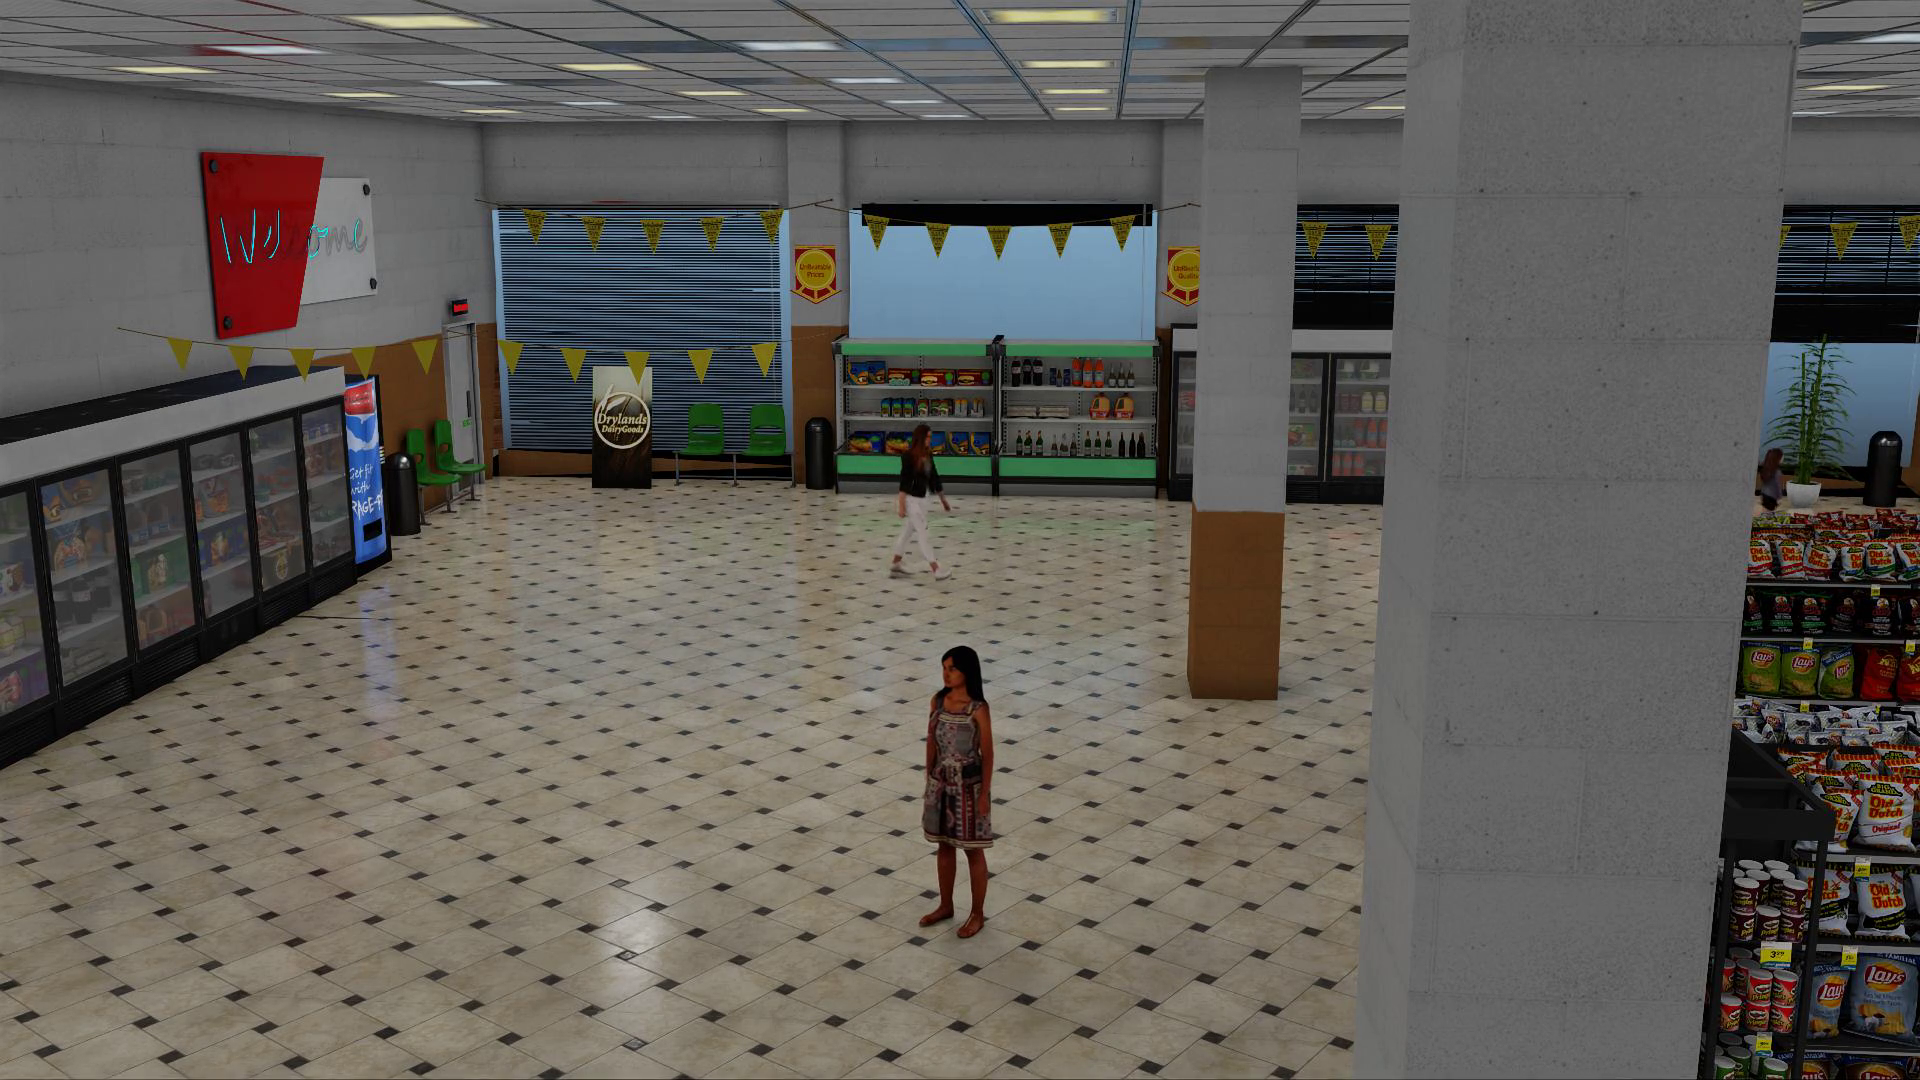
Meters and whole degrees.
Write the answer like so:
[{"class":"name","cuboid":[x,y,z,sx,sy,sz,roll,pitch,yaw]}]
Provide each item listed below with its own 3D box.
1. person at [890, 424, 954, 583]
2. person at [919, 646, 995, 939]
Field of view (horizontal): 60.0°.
[{"class":"person","cuboid":[-0.522,-0.379,17.575,1.209,1.651,1.015,8,14,34]},{"class":"person","cuboid":[0.005,1.378,9.249,0.677,1.645,0.787,10,15,38]}]
